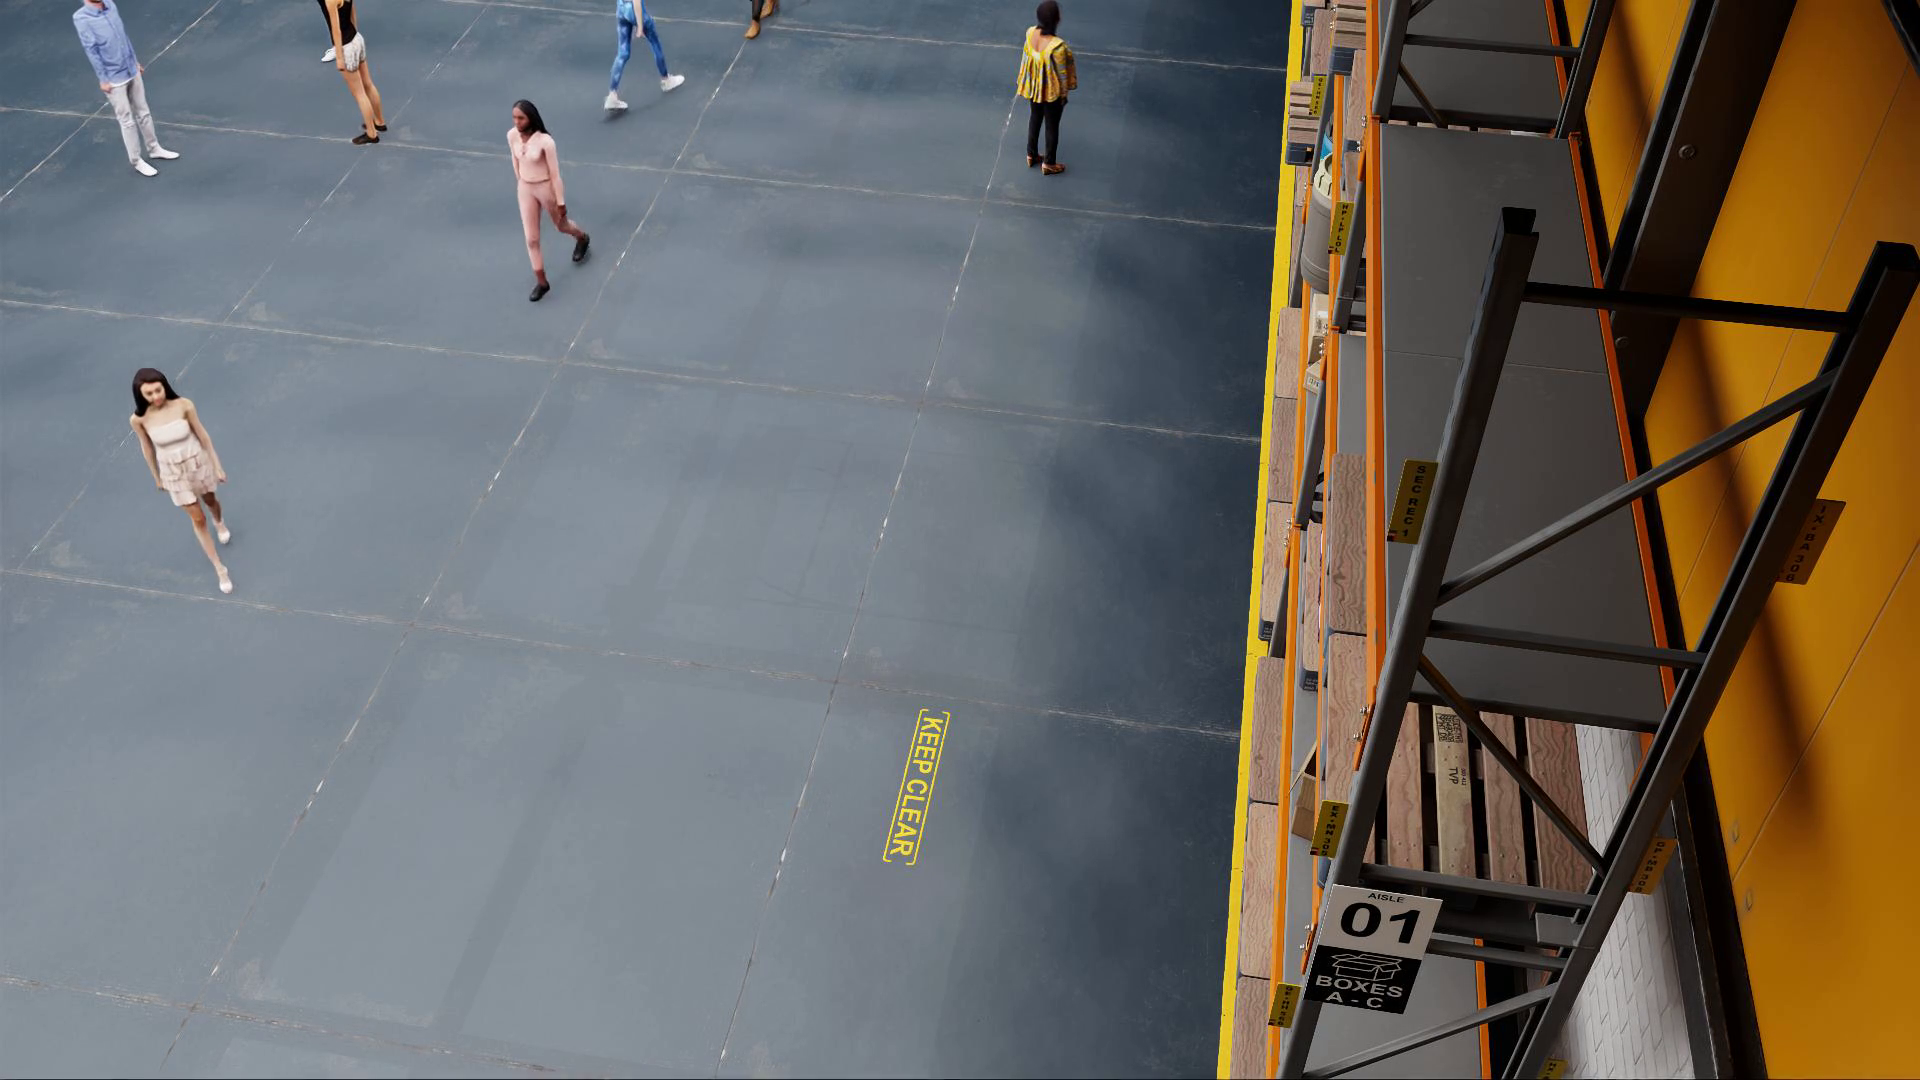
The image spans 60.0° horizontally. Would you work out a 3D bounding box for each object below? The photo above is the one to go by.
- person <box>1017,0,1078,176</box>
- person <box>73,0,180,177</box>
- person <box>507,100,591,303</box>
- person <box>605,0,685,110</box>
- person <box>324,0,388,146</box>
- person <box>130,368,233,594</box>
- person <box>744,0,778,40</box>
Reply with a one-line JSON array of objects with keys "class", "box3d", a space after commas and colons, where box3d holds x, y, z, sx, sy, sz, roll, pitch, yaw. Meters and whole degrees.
[{"class": "person", "box3d": [0.787, -4.130, 15.201, 0.939, 1.654, 0.883, -31, 52, -29]}, {"class": "person", "box3d": [-7.689, -4.280, 15.189, 0.743, 1.887, 0.559, 14, 45, 14]}, {"class": "person", "box3d": [-3.436, -2.904, 13.893, 0.779, 1.683, 1.192, 14, 45, 14]}, {"class": "person", "box3d": [-3.225, -4.963, 16.021, 1.007, 1.740, 1.268, 30, 51, 28]}, {"class": "person", "box3d": [-5.712, -4.618, 15.576, 0.663, 1.844, 0.474, 3, 44, 3]}, {"class": "person", "box3d": [-5.266, -0.509, 11.370, 0.944, 1.695, 1.049, -20, 47, -20]}, {"class": "person", "box3d": [-2.109, -6.166, 17.310, 0.822, 1.694, 1.129, 19, 47, 19]}]
